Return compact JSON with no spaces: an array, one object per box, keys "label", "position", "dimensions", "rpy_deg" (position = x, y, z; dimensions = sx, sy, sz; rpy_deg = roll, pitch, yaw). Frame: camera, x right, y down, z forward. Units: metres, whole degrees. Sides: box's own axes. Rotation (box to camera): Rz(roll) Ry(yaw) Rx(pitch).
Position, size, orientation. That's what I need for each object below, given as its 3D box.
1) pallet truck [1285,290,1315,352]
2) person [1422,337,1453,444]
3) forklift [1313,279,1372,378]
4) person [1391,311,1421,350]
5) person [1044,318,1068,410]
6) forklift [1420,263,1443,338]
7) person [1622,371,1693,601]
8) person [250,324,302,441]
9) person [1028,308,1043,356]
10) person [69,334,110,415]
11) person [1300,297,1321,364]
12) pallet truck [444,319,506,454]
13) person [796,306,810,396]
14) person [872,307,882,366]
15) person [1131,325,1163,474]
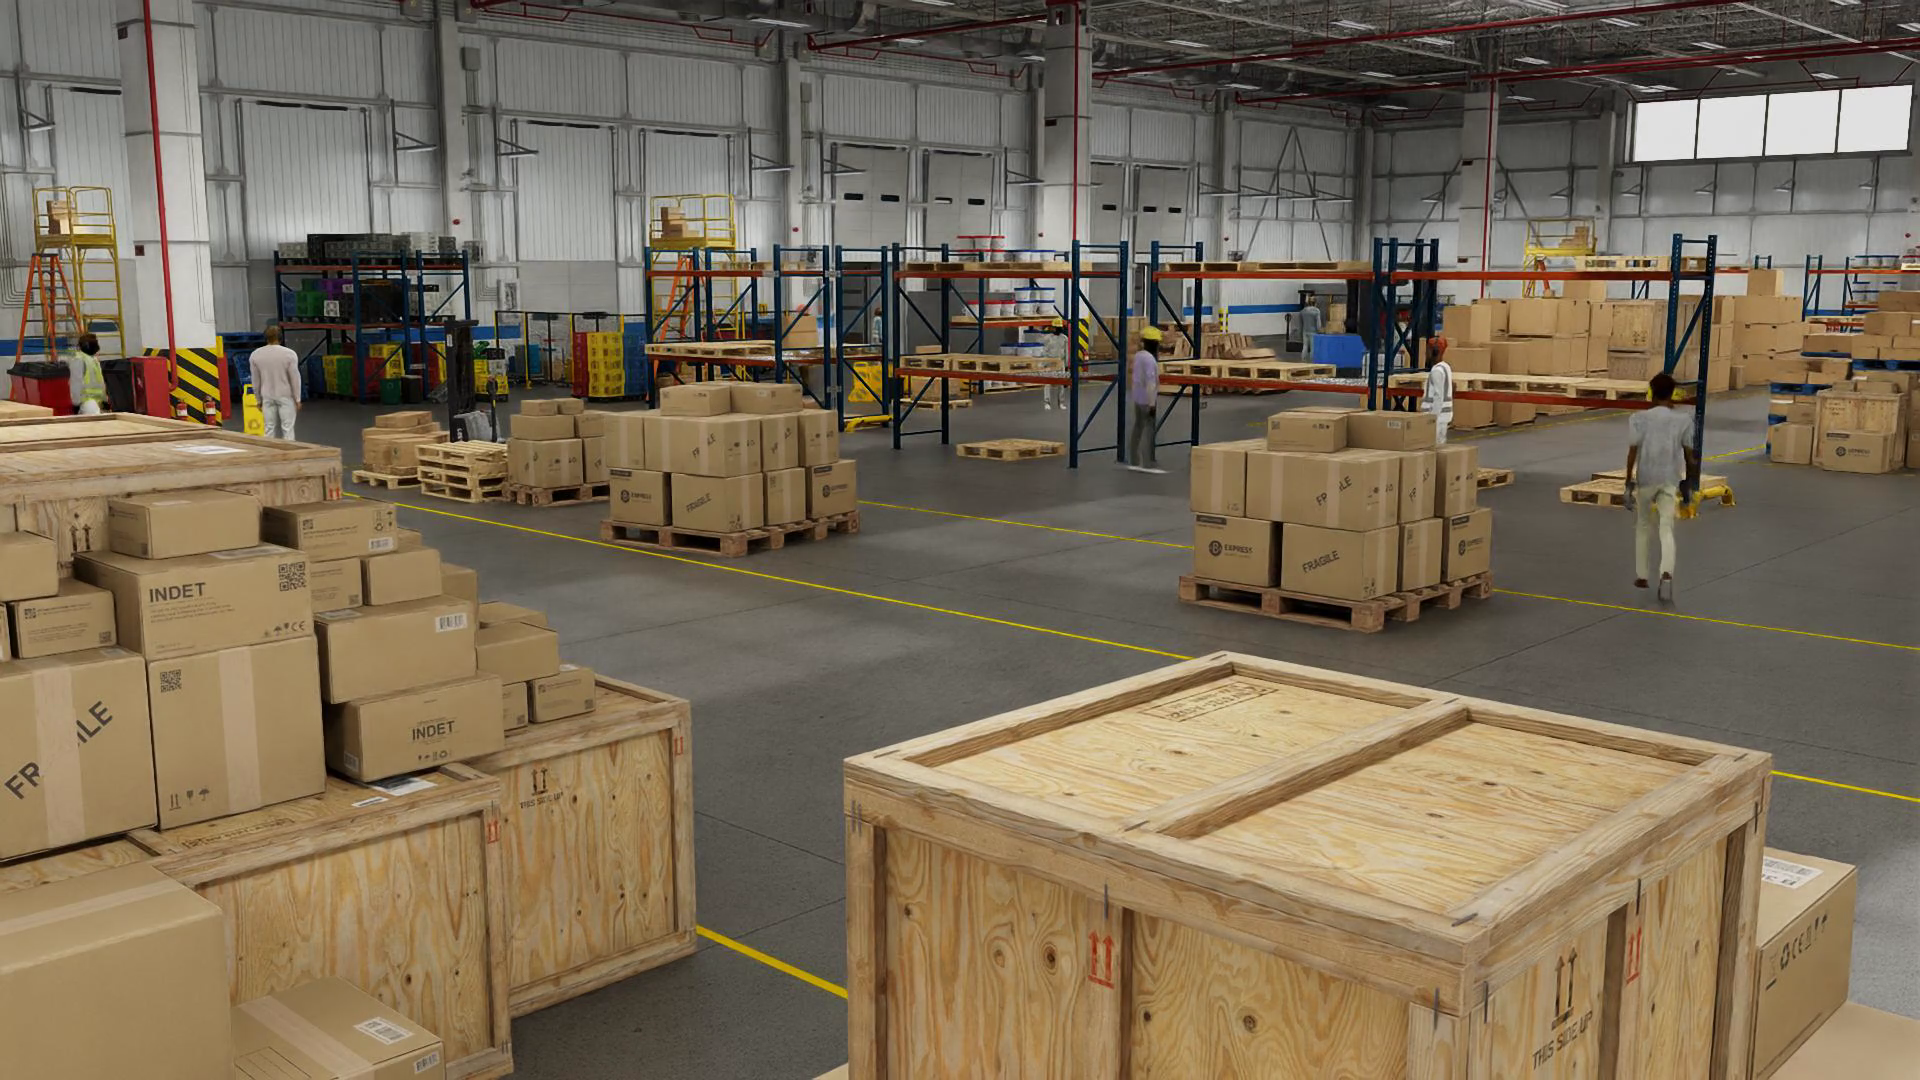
[{"label":"pallet truck","position":[11.297,-6.951,52.861],"dimensions":[1.885,1.965,0.823],"rpy_deg":[-5,11,-29]},{"label":"person","position":[5.436,-1.369,18.991],"dimensions":[0.358,1.882,0.574],"rpy_deg":[4,10,23]},{"label":"forklift","position":[9.565,-5.289,39.970],"dimensions":[1.873,2.768,1.129],"rpy_deg":[-2,9,-10]},{"label":"person","position":[8.283,-3.292,30.755],"dimensions":[0.706,1.888,0.811],"rpy_deg":[-6,11,-32]},{"label":"person","position":[1.817,-3.319,31.410],"dimensions":[0.484,1.736,0.347],"rpy_deg":[-2,9,-12]},{"label":"forklift","position":[13.125,-6.420,46.906],"dimensions":[1.873,2.768,1.129],"rpy_deg":[3,10,17]},{"label":"person","position":[5.670,-0.446,13.484],"dimensions":[0.539,1.845,0.882],"rpy_deg":[2,10,15]},{"label":"person","position":[-8.872,-1.829,21.638],"dimensions":[0.630,1.940,0.371],"rpy_deg":[0,9,0]},{"label":"person","position":[1.956,-5.374,44.242],"dimensions":[0.878,1.651,0.543],"rpy_deg":[-6,11,-33]},{"label":"person","position":[-11.695,-1.877,22.408],"dimensions":[0.974,1.786,0.648],"rpy_deg":[-2,9,-11]},{"label":"person","position":[9.138,-5.367,43.351],"dimensions":[0.371,1.934,0.627],"rpy_deg":[-9,13,-43]},{"label":"pallet truck","position":[-6.981,-1.942,22.150],"dimensions":[1.885,1.965,0.823],"rpy_deg":[1,9,9]},{"label":"person","position":[-3.290,-3.911,34.577],"dimensions":[0.564,1.888,0.986],"rpy_deg":[2,9,12]},{"label":"person","position":[-2.185,-5.393,44.445],"dimensions":[0.314,1.632,0.521],"rpy_deg":[-2,9,-11]},{"label":"person","position":[2.442,-1.828,21.678],"dimensions":[0.387,1.922,0.593],"rpy_deg":[-2,10,-14]}]
